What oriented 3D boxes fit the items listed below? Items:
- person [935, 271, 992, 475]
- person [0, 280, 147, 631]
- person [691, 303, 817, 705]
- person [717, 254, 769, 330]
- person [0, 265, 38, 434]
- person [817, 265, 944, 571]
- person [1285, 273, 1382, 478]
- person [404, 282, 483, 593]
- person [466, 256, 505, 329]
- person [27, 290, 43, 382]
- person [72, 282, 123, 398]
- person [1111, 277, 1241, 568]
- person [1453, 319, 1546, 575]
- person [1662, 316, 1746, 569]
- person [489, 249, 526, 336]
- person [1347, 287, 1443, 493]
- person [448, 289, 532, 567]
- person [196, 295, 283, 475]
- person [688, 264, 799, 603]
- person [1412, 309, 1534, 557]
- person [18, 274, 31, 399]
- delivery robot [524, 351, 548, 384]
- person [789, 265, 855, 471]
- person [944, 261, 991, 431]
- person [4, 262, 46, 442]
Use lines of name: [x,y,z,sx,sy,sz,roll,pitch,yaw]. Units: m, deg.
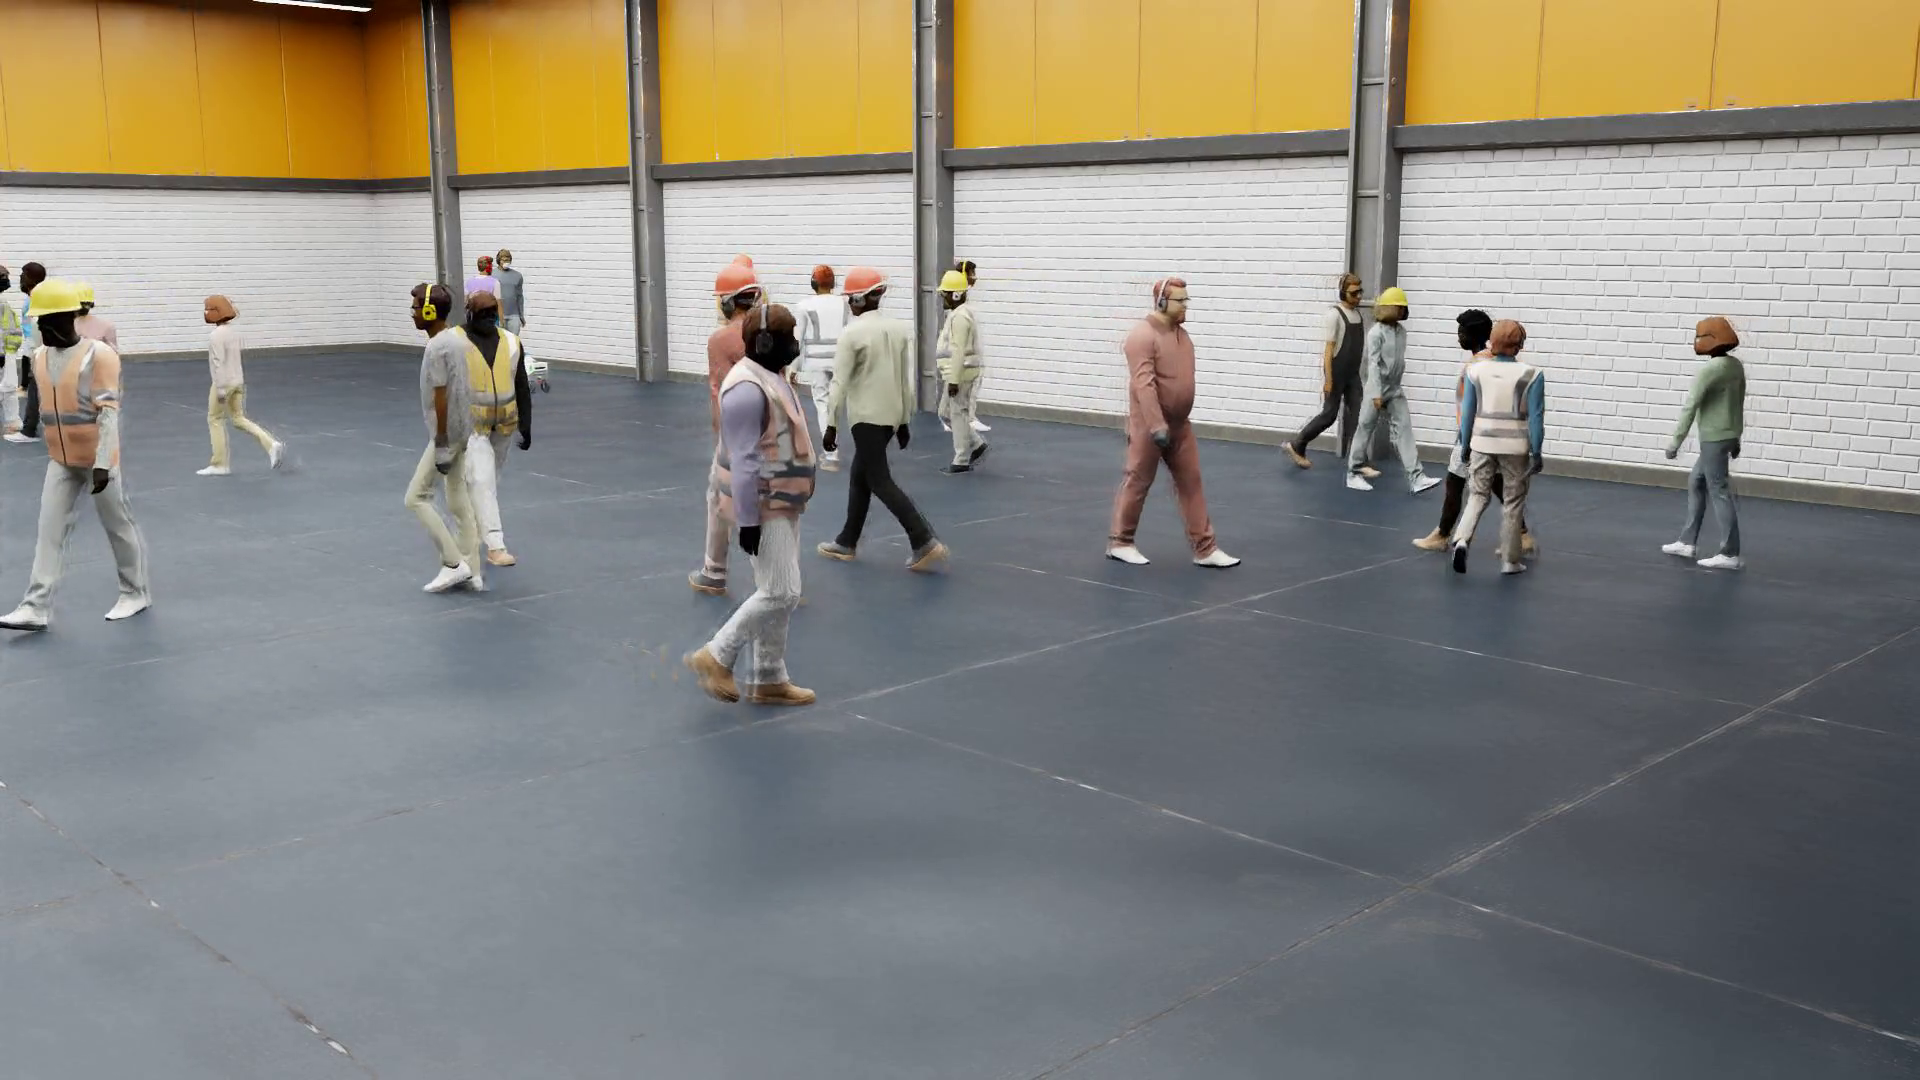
person: [-0.005,-1.471,14.767,0.430,1.821,0.593,0,10,-1]
person: [-4.812,-0.441,8.968,0.612,1.883,0.936,3,11,16]
person: [-0.882,-0.135,7.439,0.490,1.831,0.638,1,10,7]
person: [-2.237,-1.980,17.221,0.546,1.938,0.360,-2,11,-13]
person: [-10.273,-2.011,17.693,0.610,1.829,0.634,-6,12,-30]
person: [-0.523,-0.776,10.639,1.000,1.956,0.624,7,12,33]
person: [3.339,-1.470,14.822,0.523,1.813,0.876,-10,14,-44]
person: [-3.091,-0.595,9.894,0.490,1.849,0.527,0,10,1]
person: [-6.569,-2.998,23.032,0.570,1.840,0.372,4,11,22]
person: [-8.968,-1.677,16.419,0.501,1.617,0.506,0,10,1]
person: [-7.727,-1.420,14.739,0.558,1.733,0.710,-5,11,-25]
person: [1.350,-0.736,10.650,0.865,1.864,0.645,10,14,44]
person: [3.352,-0.558,10.326,0.533,1.624,0.623,8,13,38]
person: [4.810,-0.638,10.781,0.525,1.601,0.694,-9,14,-41]
person: [-6.595,-3.247,24.137,0.629,1.937,0.373,-10,14,-42]
person: [3.569,-1.223,13.717,0.505,1.693,0.902,-8,13,-36]
person: [-3.176,-0.767,11.039,0.630,1.791,0.981,-9,14,-40]
person: [-6.482,-1.380,14.832,0.671,1.610,0.505,1,10,4]
person: [-1.281,-0.620,9.744,0.628,1.958,0.894,-9,14,-42]
person: [3.473,-0.704,11.047,0.798,1.653,0.522,8,13,37]
person: [-12.087,-2.688,21.859,0.868,1.665,0.531,-5,12,-26]
delivery robot: [-5.951,-2.329,22.643,0.707,0.478,0.477,7,13,34]
person: [-1.281,-1.582,15.266,0.574,1.853,0.801,-6,12,-29]
person: [0.120,-2.086,18.033,0.670,1.848,0.566,1,10,3]
person: [-9.377,-1.938,17.222,1.028,1.867,0.573,-1,10,-7]
